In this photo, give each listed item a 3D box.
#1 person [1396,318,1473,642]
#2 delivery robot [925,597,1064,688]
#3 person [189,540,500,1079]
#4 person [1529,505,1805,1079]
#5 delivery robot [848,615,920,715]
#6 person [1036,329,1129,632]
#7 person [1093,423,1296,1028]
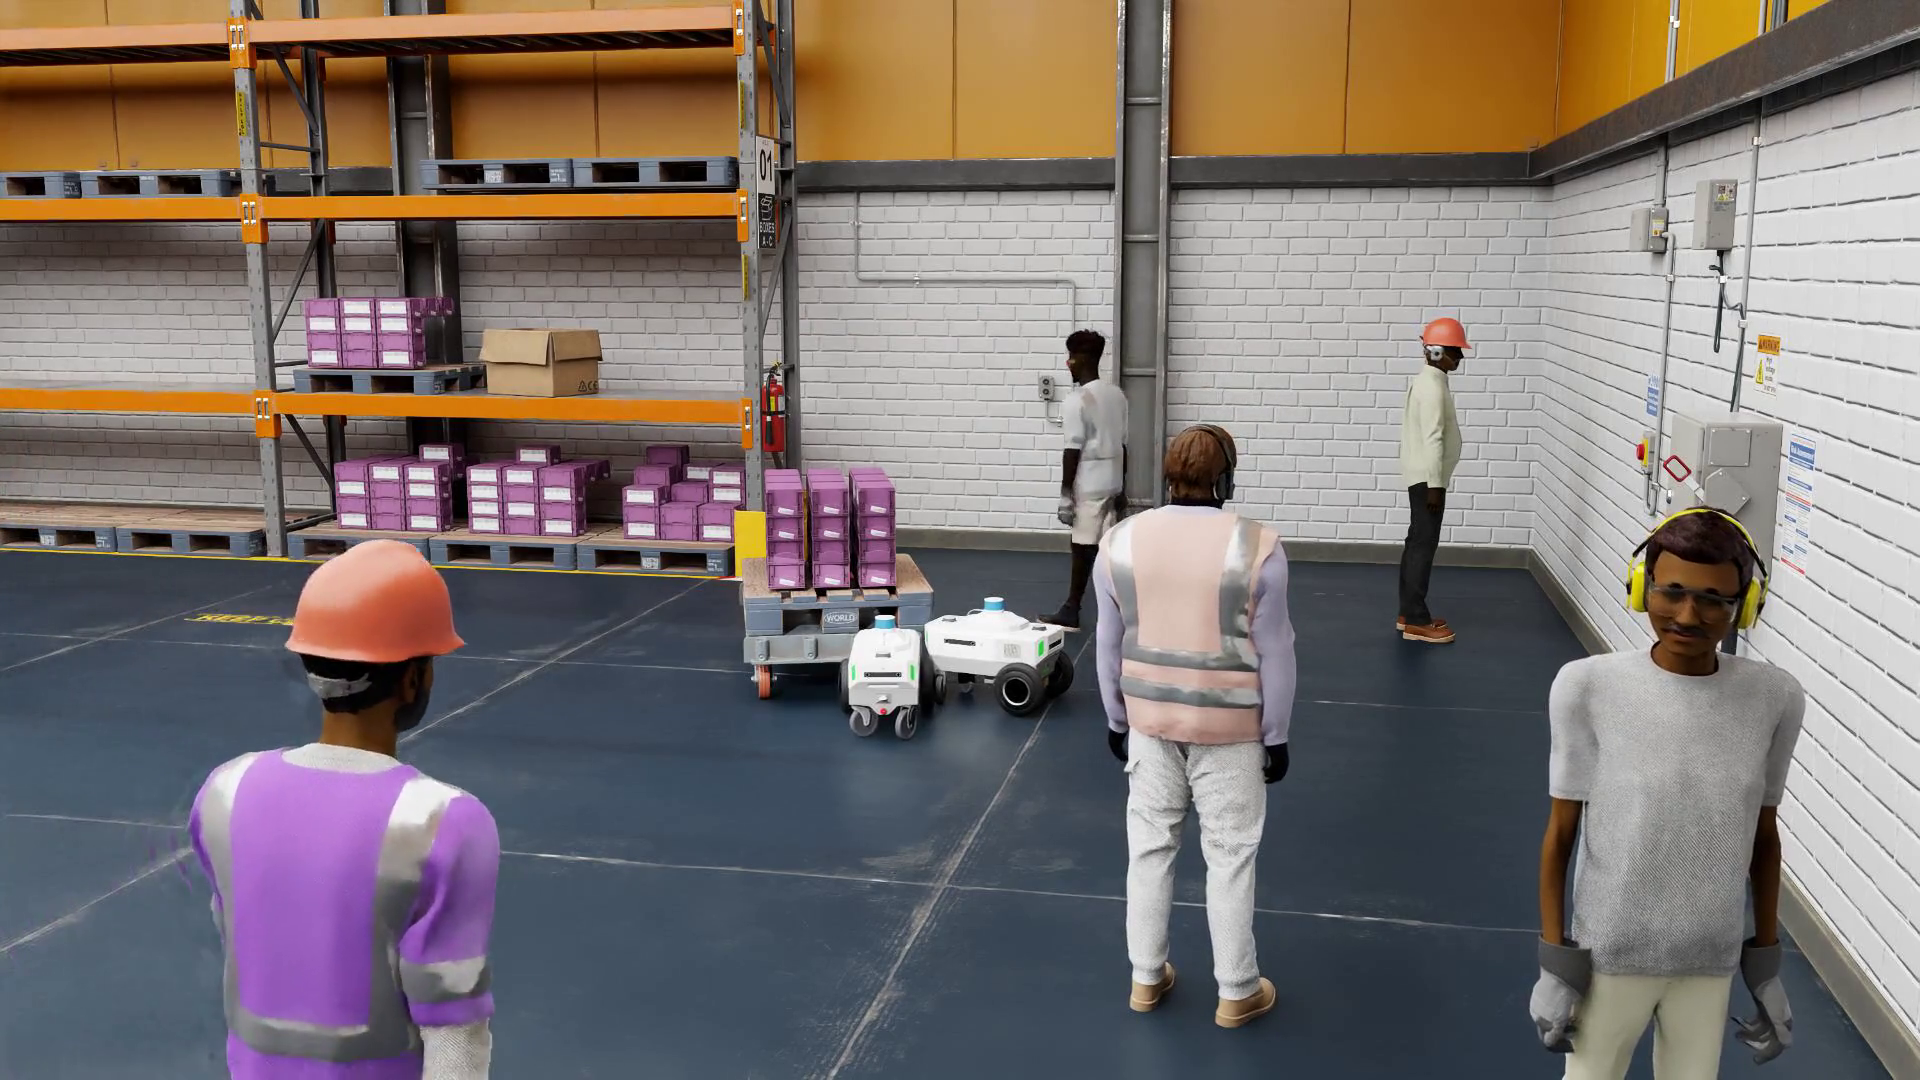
[{"bbox_3d":[2.930,-0.375,10.311,0.395,1.990,0.622,2,10,10],"label":"person"},{"bbox_3d":[0.177,0.547,8.798,0.707,0.478,0.477,4,10,24],"label":"delivery robot"},{"bbox_3d":[-0.955,0.931,2.796,0.553,1.873,1.020,2,10,11],"label":"person"},{"bbox_3d":[1.399,0.853,3.305,0.521,1.864,0.334,0,9,1],"label":"person"},{"bbox_3d":[-0.375,0.621,8.352,0.477,0.478,0.707,0,9,-1],"label":"delivery robot"},{"bbox_3d":[0.878,-0.326,10.240,0.881,1.926,0.609,6,11,32],"label":"person"},{"bbox_3d":[0.728,0.565,5.101,0.619,1.845,0.430,5,11,27],"label":"person"}]
